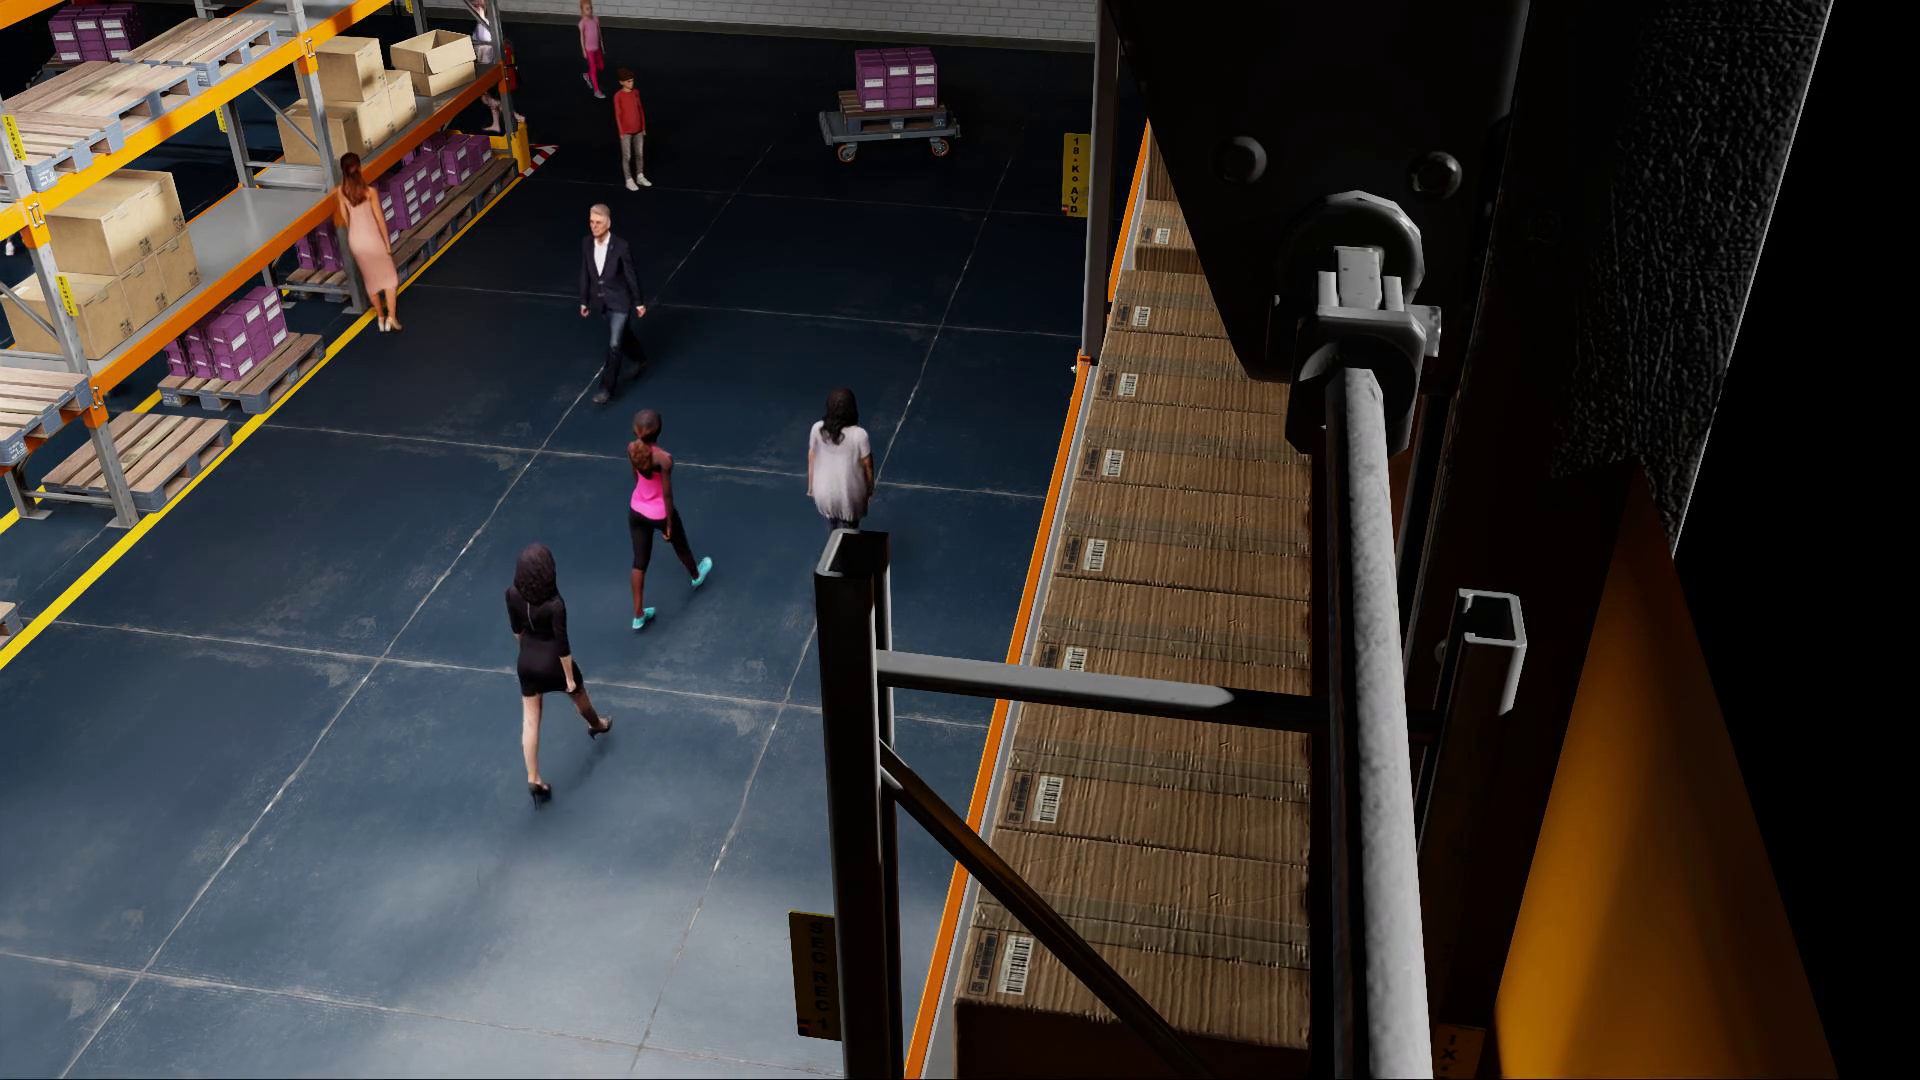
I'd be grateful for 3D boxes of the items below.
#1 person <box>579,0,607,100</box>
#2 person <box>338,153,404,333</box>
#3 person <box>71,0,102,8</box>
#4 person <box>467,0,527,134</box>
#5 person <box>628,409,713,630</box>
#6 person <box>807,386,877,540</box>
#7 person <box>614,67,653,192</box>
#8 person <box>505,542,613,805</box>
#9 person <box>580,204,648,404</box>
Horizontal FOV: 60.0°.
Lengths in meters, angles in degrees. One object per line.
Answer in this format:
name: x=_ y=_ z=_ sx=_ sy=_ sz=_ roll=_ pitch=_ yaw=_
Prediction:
person: x=-4.886 y=-6.499 z=21.943 sx=0.732 sy=1.263 sz=0.734 roll=25 pitch=41 yaw=32
person: x=-5.675 y=-2.793 z=15.858 sx=0.620 sy=1.827 sz=0.600 roll=3 pitch=34 yaw=5
person: x=-12.291 y=-7.583 z=23.313 sx=0.653 sy=1.552 sz=0.590 roll=12 pitch=35 yaw=17
person: x=-5.717 y=-5.781 z=20.432 sx=0.638 sy=1.741 sz=0.830 roll=7 pitch=34 yaw=11
person: x=-2.262 y=-0.116 z=11.971 sx=0.778 sy=1.671 sz=1.151 roll=14 pitch=36 yaw=20
person: x=-0.920 y=-0.367 z=12.424 sx=0.678 sy=1.589 sz=0.775 roll=9 pitch=35 yaw=13
person: x=-3.810 y=-4.759 z=19.186 sx=0.579 sy=1.417 sz=0.655 roll=-26 pitch=42 yaw=-34
person: x=-2.638 y=0.877 z=10.401 sx=0.767 sy=1.756 sz=1.143 roll=11 pitch=35 yaw=17
person: x=-3.093 y=-2.194 z=15.007 sx=0.898 sy=1.771 sz=1.241 roll=13 pitch=36 yaw=19
